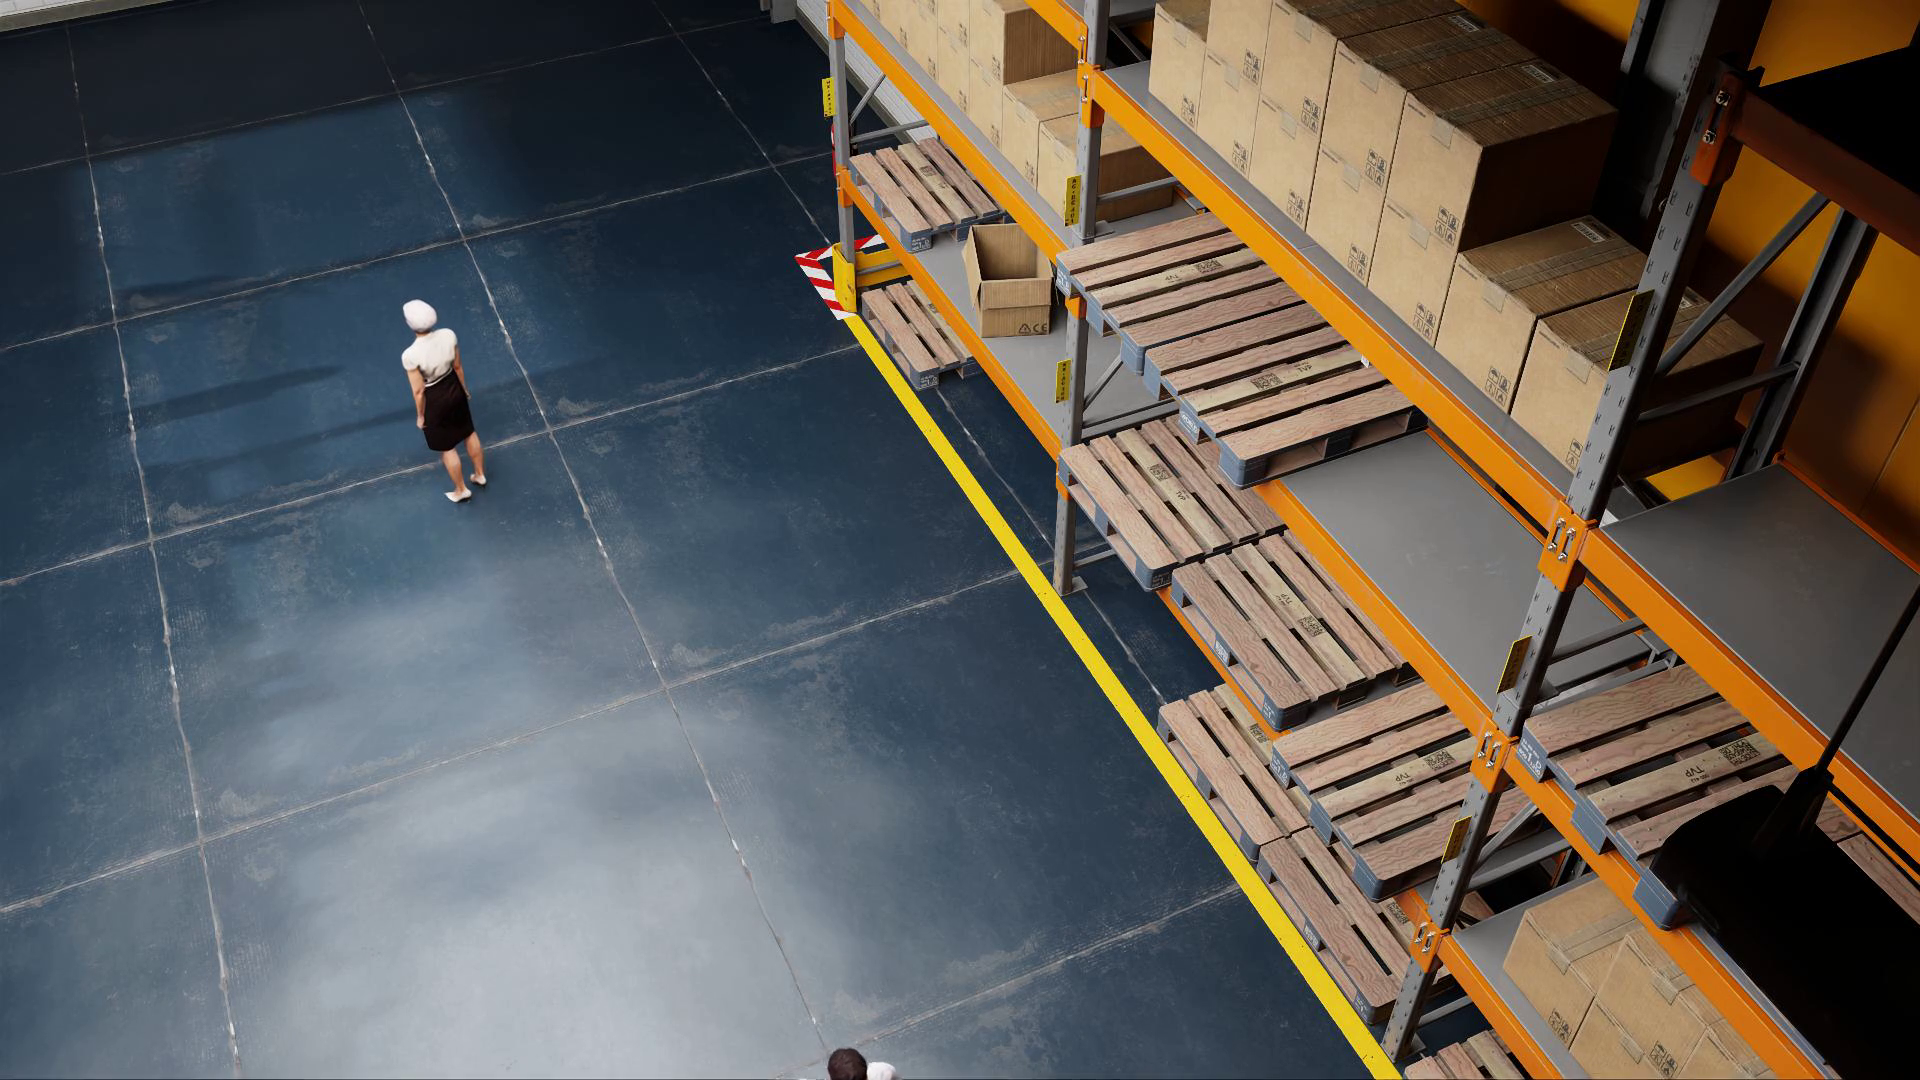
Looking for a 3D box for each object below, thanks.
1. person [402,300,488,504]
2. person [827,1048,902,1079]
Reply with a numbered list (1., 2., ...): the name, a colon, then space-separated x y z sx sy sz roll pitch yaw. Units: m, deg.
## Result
1. person: -3.743 -0.989 12.060 0.687 1.755 0.699 28 50 26
2. person: -0.520 2.883 7.954 0.864 1.812 1.212 -29 51 -27
